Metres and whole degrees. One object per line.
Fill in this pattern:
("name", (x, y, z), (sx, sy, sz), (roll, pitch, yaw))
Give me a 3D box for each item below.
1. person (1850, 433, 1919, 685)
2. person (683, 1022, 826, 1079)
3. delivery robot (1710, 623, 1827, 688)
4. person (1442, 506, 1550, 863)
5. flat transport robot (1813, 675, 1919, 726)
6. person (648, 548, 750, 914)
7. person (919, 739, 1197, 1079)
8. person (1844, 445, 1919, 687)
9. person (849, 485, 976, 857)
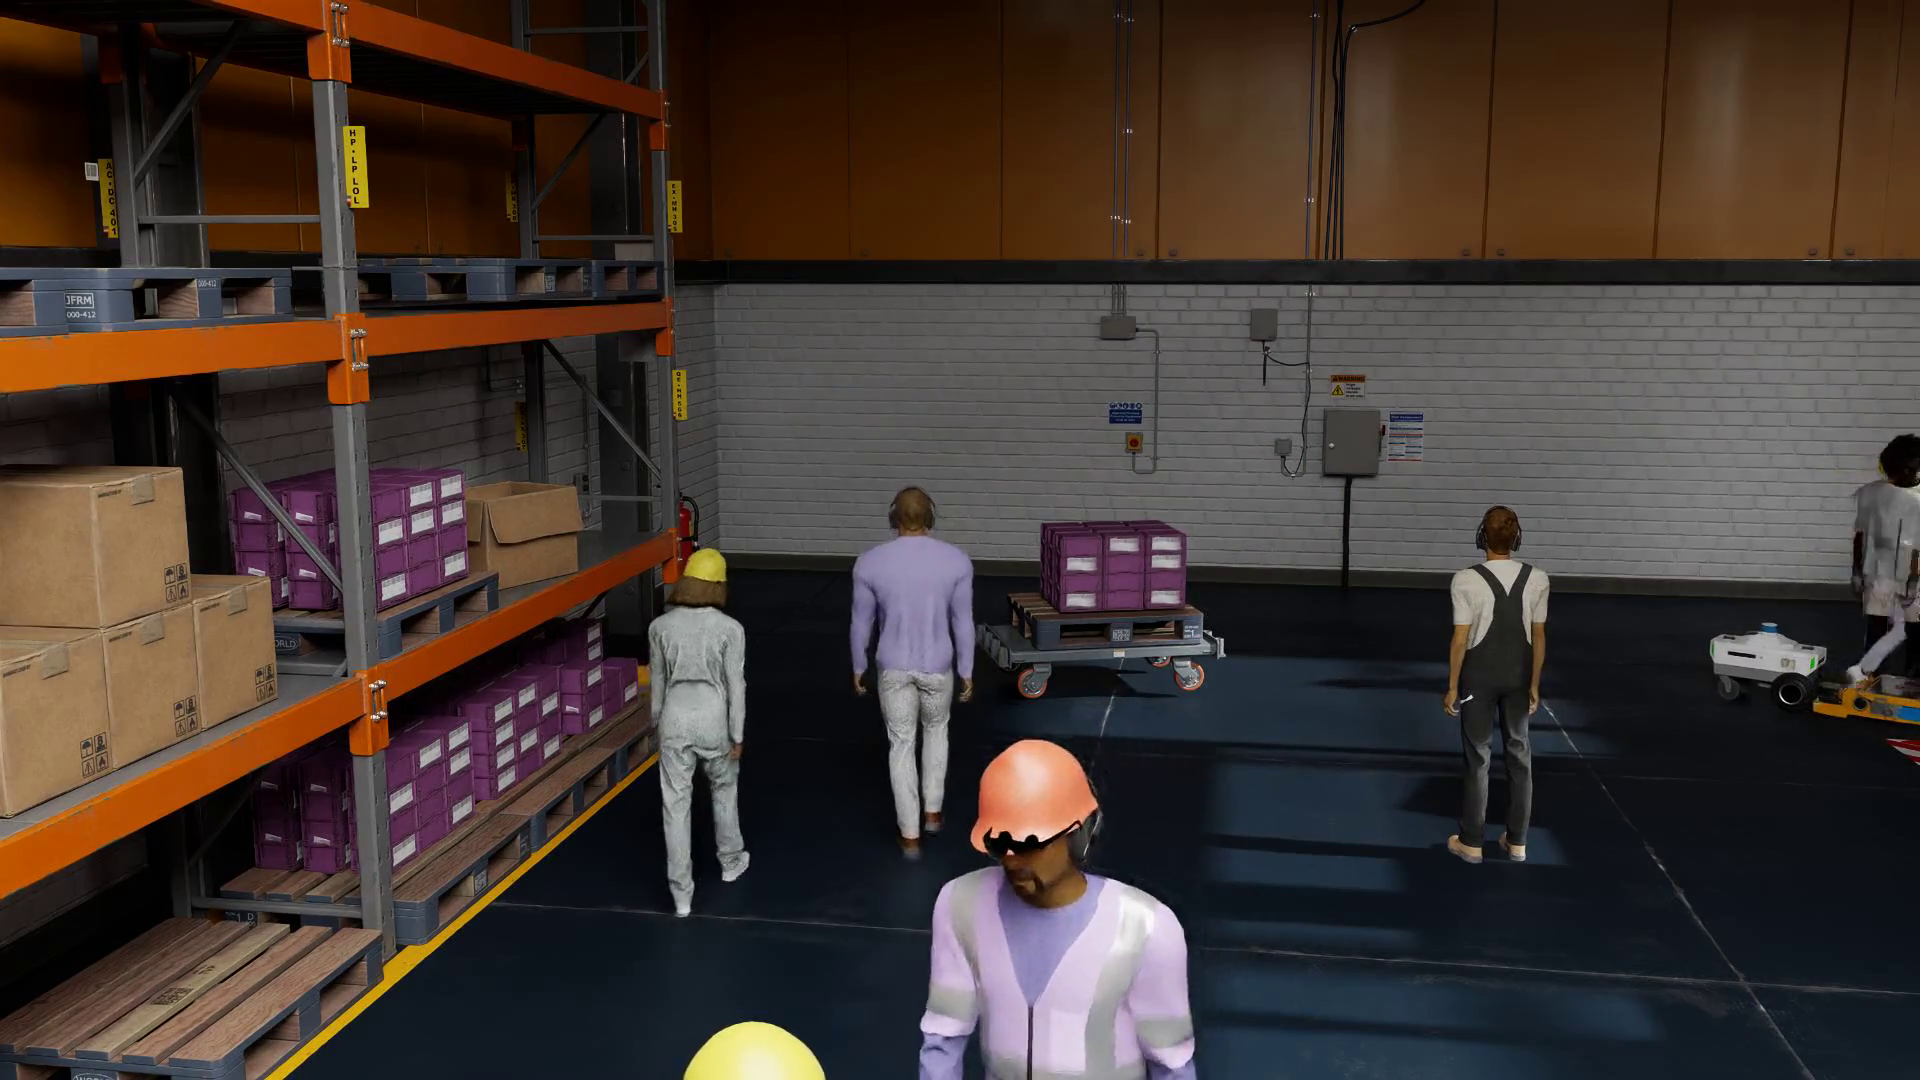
("person", (6.554, 0.209, 11.561), (0.640, 1.940, 0.721), (7, 12, 37))
("person", (-0.289, 1.665, 2.569), (0.587, 1.930, 0.359), (-7, 12, -38))
("delivery robot", (5.671, 0.825, 11.692), (0.707, 0.478, 0.477), (8, 12, 40))
("person", (2.733, 0.742, 8.522), (0.507, 1.847, 0.351), (0, 9, -3))
("flat transport robot", (6.548, 1.113, 11.075), (1.431, 0.197, 0.652), (8, 12, 40))
("person", (-1.249, 0.882, 8.039), (0.511, 1.704, 0.772), (1, 9, 6))
("person", (0.176, 1.434, 3.775), (0.610, 1.991, 1.000), (5, 11, 30))
("person", (6.382, 0.251, 11.550), (0.557, 1.850, 0.516), (-4, 10, -25))
("person", (-0.259, 0.658, 8.803), (0.653, 1.912, 0.748), (-1, 9, -6))
